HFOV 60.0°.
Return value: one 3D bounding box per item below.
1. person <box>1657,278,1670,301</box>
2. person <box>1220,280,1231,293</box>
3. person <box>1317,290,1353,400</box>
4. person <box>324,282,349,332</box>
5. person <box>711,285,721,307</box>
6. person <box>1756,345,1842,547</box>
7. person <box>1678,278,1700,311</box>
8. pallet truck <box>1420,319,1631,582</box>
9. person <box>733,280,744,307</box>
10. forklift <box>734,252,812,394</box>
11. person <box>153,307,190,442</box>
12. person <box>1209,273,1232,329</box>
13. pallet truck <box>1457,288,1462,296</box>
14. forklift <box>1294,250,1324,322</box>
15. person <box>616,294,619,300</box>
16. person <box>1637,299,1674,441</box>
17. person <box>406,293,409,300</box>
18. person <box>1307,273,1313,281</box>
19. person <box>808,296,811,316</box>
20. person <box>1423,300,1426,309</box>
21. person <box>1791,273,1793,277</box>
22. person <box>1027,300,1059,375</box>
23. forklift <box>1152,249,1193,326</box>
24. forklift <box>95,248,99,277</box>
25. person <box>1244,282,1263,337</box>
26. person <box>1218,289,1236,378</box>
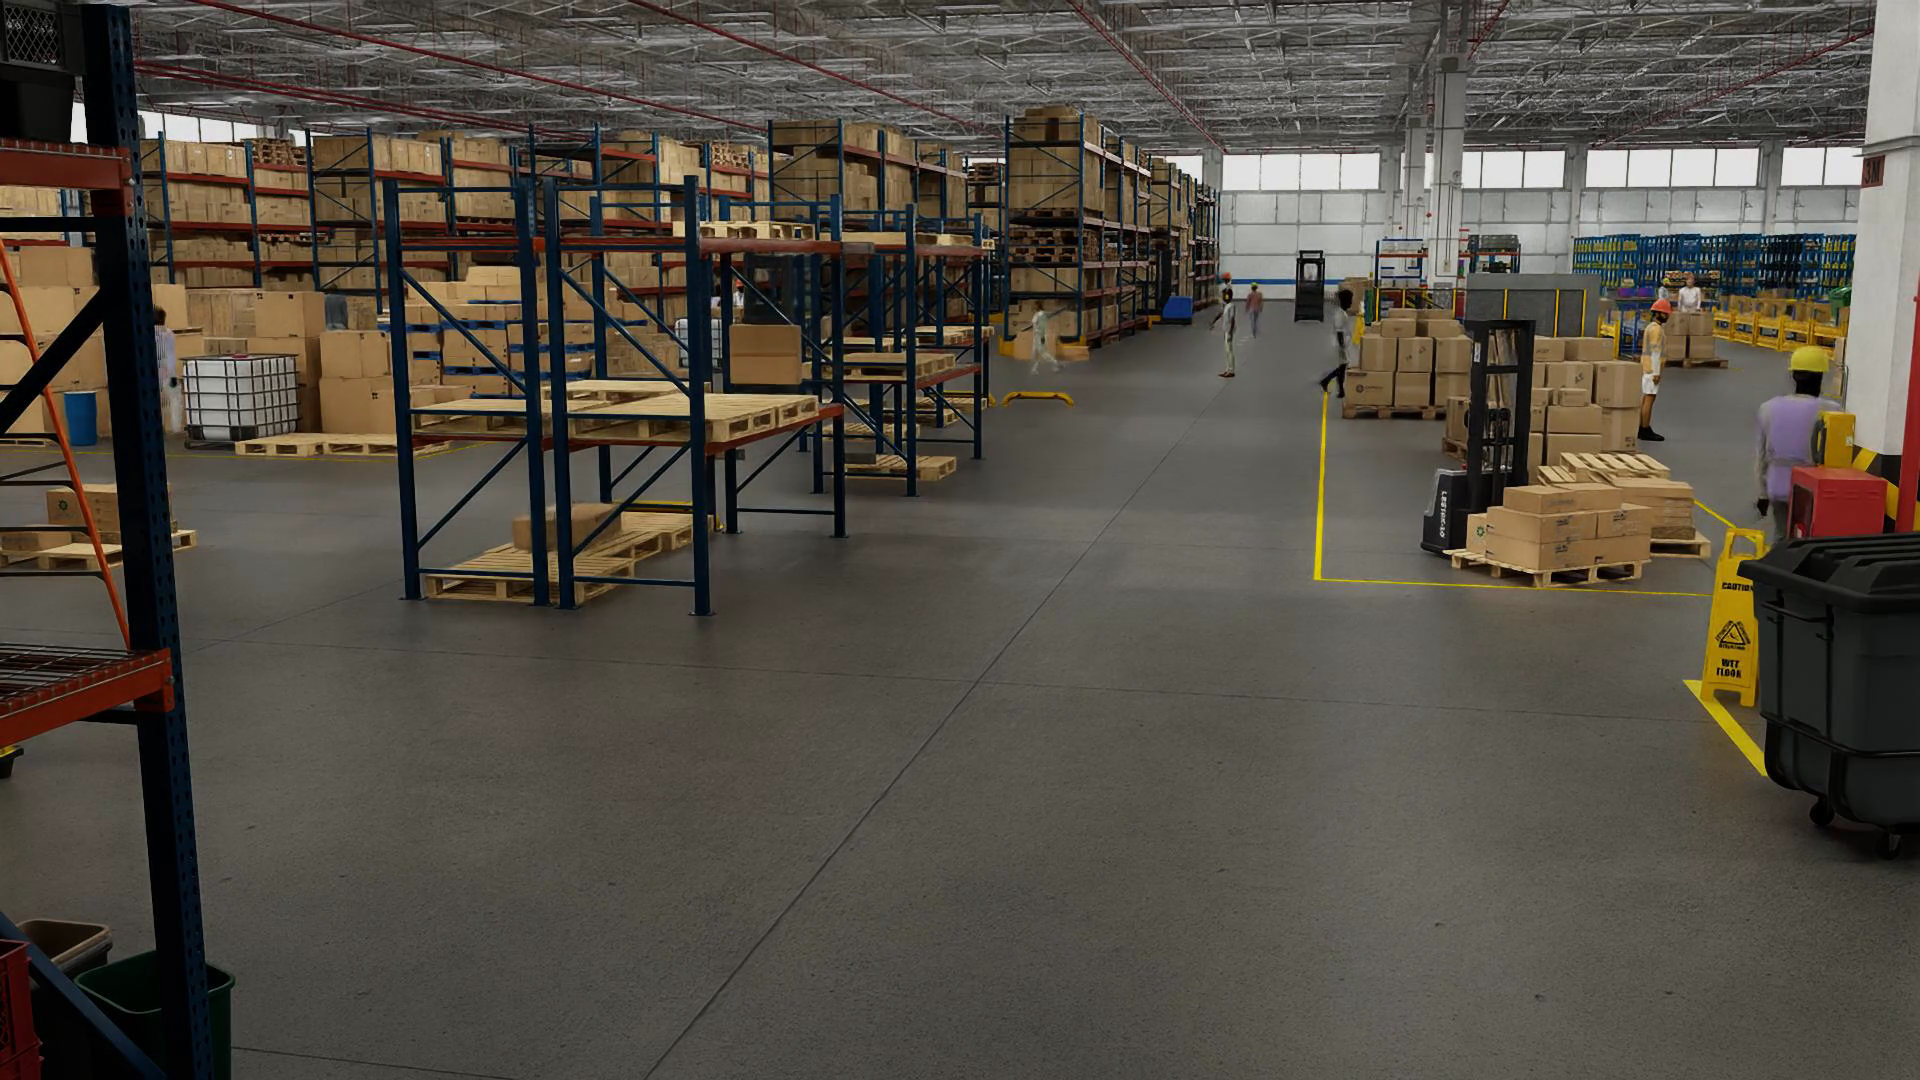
[{"bbox_3d":[24.570,-8.230,58.095,0.403,1.816,0.605,6,12,34],"label":"person"},{"bbox_3d":[13.416,-12.584,84.043,0.560,1.743,0.631,3,10,16],"label":"person"},{"bbox_3d":[6.680,-3.443,29.358,0.572,1.944,0.613,3,10,19],"label":"person"},{"bbox_3d":[-14.440,-4.969,38.416,0.631,1.939,0.369,-2,10,-9],"label":"person"},{"bbox_3d":[-5.939,-5.227,40.170,0.373,1.868,0.813,-6,12,-33],"label":"person"},{"bbox_3d":[5.522,-0.325,10.973,0.474,1.913,0.613,-6,11,-31],"label":"person"},{"bbox_3d":[23.075,-7.350,52.664,0.645,1.885,0.797,3,10,15],"label":"person"},{"bbox_3d":[4.543,-0.757,13.299,0.823,1.965,1.885,-4,10,-22],"label":"pallet truck"},{"bbox_3d":[-5.934,-6.138,45.352,0.547,1.934,0.376,3,10,15],"label":"person"},{"bbox_3d":[-3.504,-4.080,30.369,1.129,2.768,1.873,2,10,12],"label":"forklift"},{"bbox_3d":[-10.800,-2.237,22.568,0.650,1.816,0.705,2,10,14],"label":"person"},{"bbox_3d":[9.174,-8.316,57.994,0.835,2.016,0.616,3,10,17],"label":"person"},{"bbox_3d":[20.506,-9.785,68.819,0.653,1.274,1.630,2,10,12],"label":"pallet truck"},{"bbox_3d":[13.778,-10.002,65.433,1.129,2.768,1.873,2,10,12],"label":"forklift"},{"bbox_3d":[-8.459,-5.246,40.962,0.528,1.630,0.320,0,10,0],"label":"person"},{"bbox_3d":[9.514,-2.322,22.767,0.374,1.930,0.542,3,10,15],"label":"person"},{"bbox_3d":[-13.075,-5.095,39.928,0.615,1.675,0.537,-5,11,-29],"label":"person"},{"bbox_3d":[19.135,-13.747,91.100,0.670,1.737,0.552,3,10,18],"label":"person"},{"bbox_3d":[-5.623,-9.153,64.120,0.493,1.624,0.280,0,10,-3],"label":"person"},{"bbox_3d":[15.816,-7.802,56.121,0.279,1.624,0.494,-7,12,-34],"label":"person"},{"bbox_3d":[39.848,-11.880,79.642,0.590,1.837,0.404,-4,10,-22],"label":"person"},{"bbox_3d":[1.773,-4.333,35.609,0.615,1.619,0.523,-3,10,-16],"label":"person"},{"bbox_3d":[7.646,-9.320,61.395,1.873,2.768,1.129,2,10,11],"label":"forklift"},{"bbox_3d":[-26.100,-7.632,51.399,1.129,2.768,1.873,2,10,12],"label":"forklift"},{"bbox_3d":[9.300,-7.321,52.896,0.553,1.737,0.736,-3,10,-18],"label":"person"},{"bbox_3d":[5.623,-4.334,34.884,0.327,1.863,0.514,0,10,0],"label":"person"}]
